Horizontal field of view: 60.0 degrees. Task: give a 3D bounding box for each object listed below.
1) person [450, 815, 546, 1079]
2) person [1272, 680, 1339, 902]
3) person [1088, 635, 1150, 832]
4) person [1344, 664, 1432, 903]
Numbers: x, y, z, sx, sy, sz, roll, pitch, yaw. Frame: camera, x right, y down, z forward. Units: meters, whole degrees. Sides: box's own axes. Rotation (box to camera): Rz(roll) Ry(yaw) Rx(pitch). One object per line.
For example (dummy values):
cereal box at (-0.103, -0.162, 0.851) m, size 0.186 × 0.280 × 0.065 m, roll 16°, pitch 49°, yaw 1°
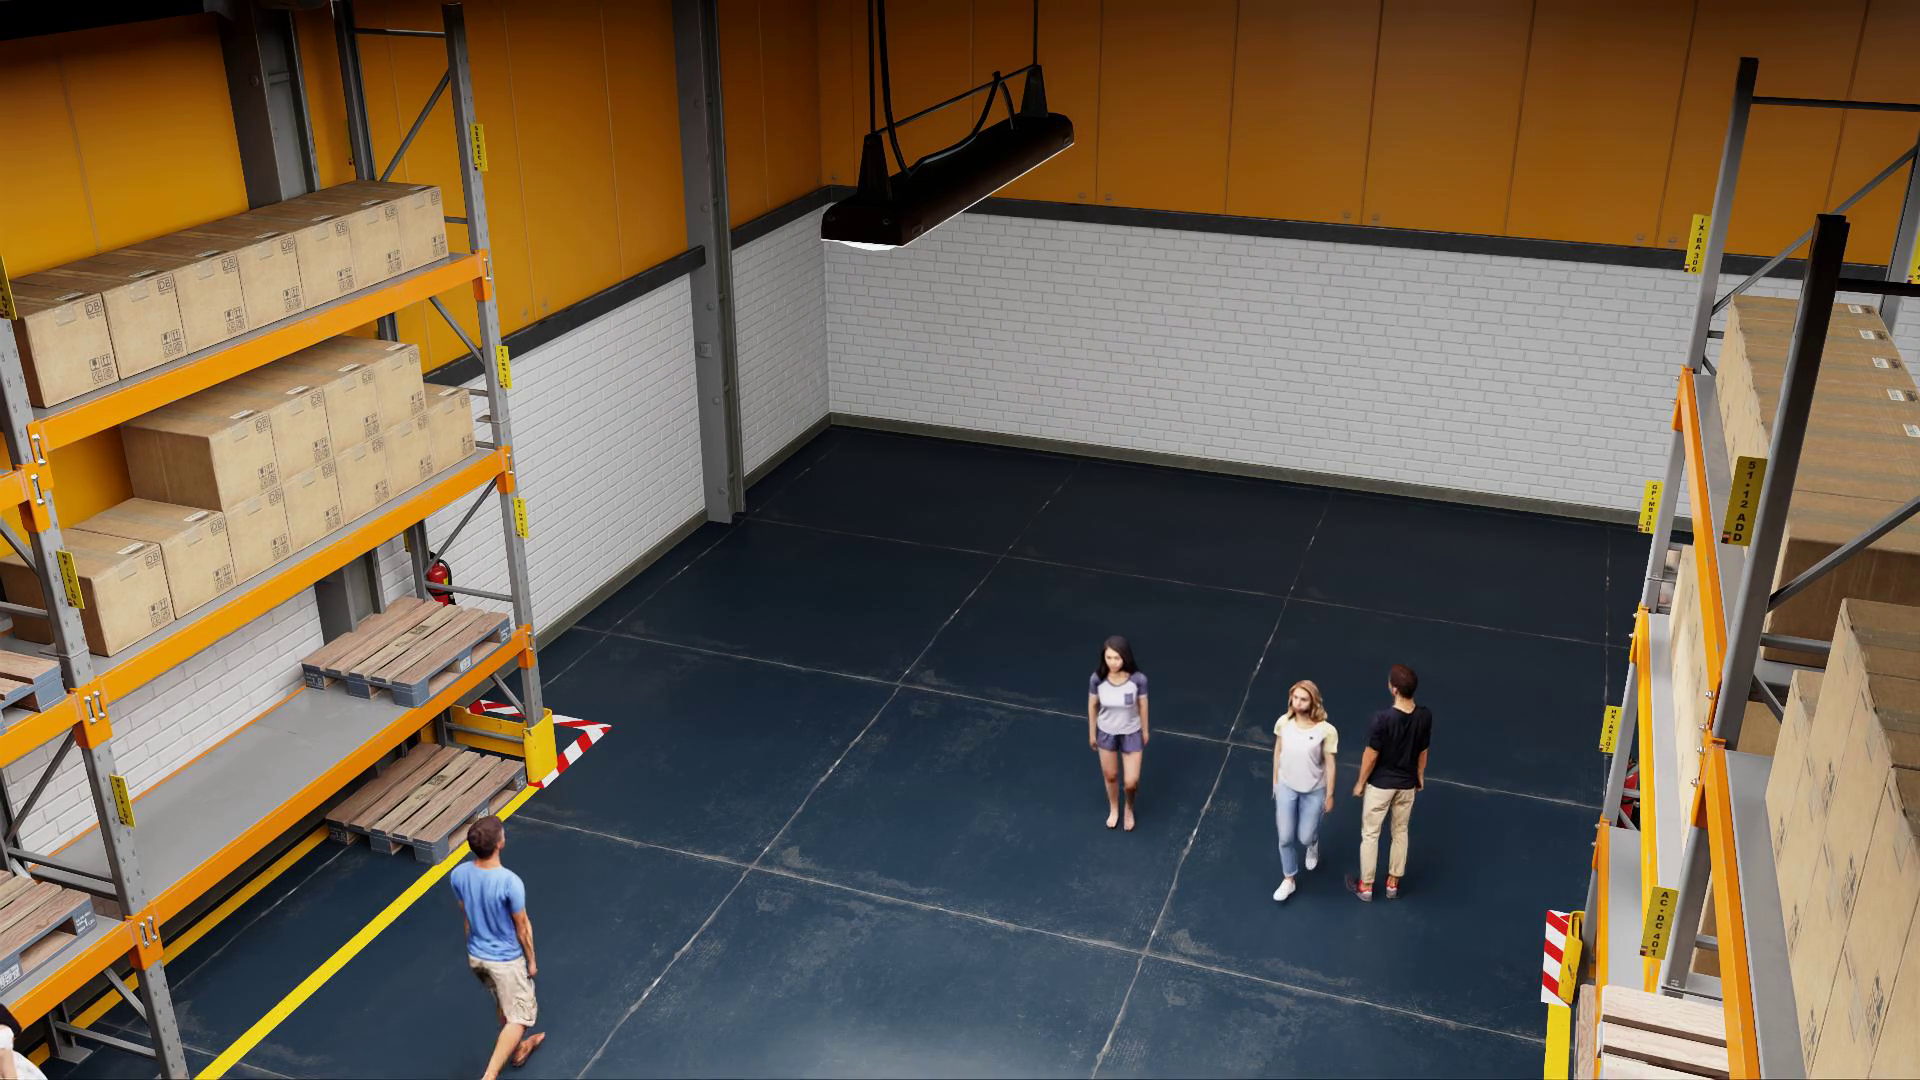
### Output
person at (-2.780, 2.513, 9.871) m, size 0.630 × 1.843 × 1.043 m, roll 8°, pitch 25°, yaw 18°
person at (2.456, 1.738, 11.810) m, size 0.724 × 1.709 × 0.881 m, roll 14°, pitch 27°, yaw 29°
person at (1.228, 1.424, 12.568) m, size 0.639 × 1.678 × 0.652 m, roll 6°, pitch 24°, yaw 12°
person at (3.032, 1.705, 11.701) m, size 0.738 × 1.856 × 0.745 m, roll -3°, pitch 24°, yaw -8°
